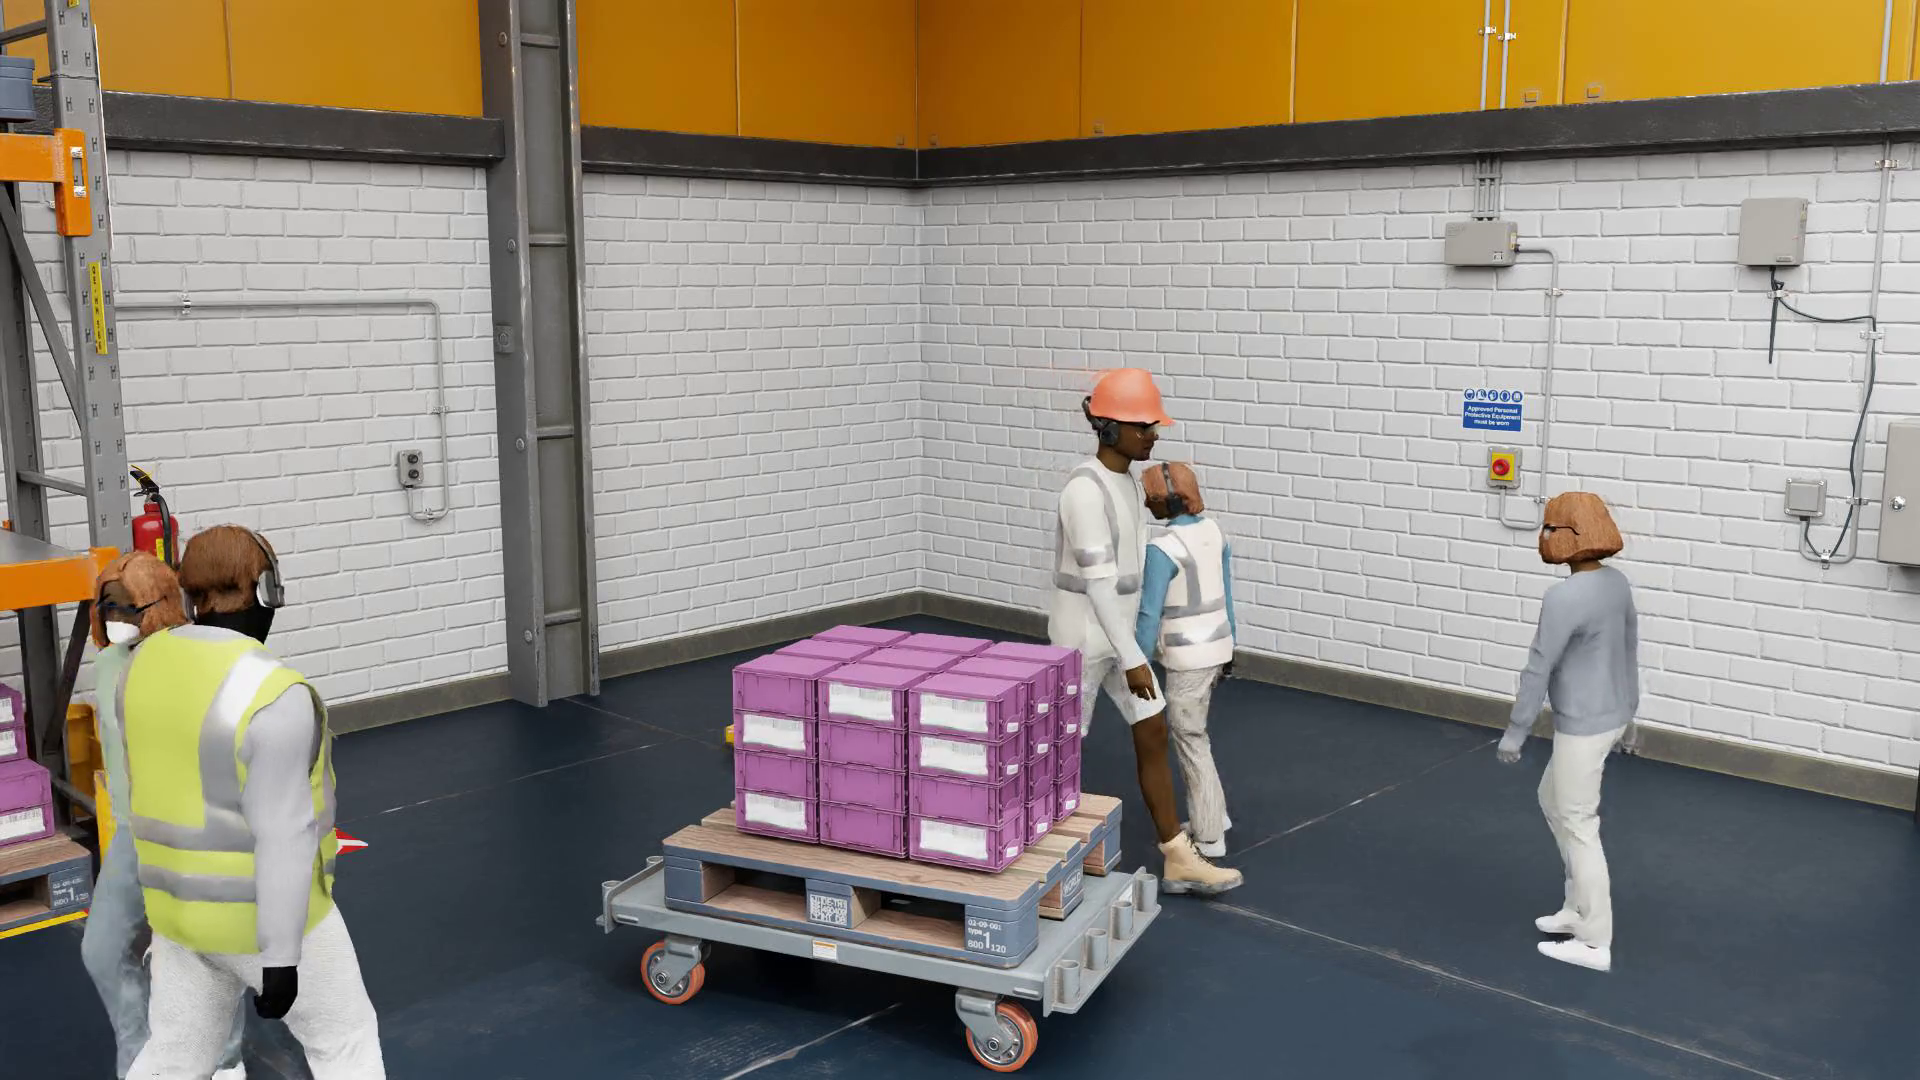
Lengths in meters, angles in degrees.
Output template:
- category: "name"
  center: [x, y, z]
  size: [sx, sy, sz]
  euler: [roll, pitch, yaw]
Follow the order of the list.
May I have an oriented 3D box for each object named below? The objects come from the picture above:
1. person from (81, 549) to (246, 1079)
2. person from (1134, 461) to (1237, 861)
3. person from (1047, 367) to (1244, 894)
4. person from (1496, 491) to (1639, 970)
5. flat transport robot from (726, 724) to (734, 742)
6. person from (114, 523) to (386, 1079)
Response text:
- category: "person"
  center: [-2.205, 0.831, 4.530]
  size: [0.495, 1.612, 0.542]
  euler: [3, 10, 20]
- category: "person"
  center: [0.908, 0.487, 6.630]
  size: [0.409, 1.607, 0.534]
  euler: [6, 11, 34]
- category: "person"
  center: [0.635, 0.377, 6.114]
  size: [0.945, 1.998, 0.605]
  euler: [5, 10, 28]
- category: "person"
  center: [2.090, 0.643, 5.677]
  size: [0.471, 1.613, 0.531]
  euler: [8, 13, 42]
- category: "flat transport robot"
  center: [-0.547, 0.826, 8.657]
  size: [0.652, 0.197, 1.431]
  euler: [5, 10, 26]
- category: "person"
  center: [-1.706, 0.859, 3.840]
  size: [0.628, 1.792, 0.911]
  euler: [5, 11, 30]
